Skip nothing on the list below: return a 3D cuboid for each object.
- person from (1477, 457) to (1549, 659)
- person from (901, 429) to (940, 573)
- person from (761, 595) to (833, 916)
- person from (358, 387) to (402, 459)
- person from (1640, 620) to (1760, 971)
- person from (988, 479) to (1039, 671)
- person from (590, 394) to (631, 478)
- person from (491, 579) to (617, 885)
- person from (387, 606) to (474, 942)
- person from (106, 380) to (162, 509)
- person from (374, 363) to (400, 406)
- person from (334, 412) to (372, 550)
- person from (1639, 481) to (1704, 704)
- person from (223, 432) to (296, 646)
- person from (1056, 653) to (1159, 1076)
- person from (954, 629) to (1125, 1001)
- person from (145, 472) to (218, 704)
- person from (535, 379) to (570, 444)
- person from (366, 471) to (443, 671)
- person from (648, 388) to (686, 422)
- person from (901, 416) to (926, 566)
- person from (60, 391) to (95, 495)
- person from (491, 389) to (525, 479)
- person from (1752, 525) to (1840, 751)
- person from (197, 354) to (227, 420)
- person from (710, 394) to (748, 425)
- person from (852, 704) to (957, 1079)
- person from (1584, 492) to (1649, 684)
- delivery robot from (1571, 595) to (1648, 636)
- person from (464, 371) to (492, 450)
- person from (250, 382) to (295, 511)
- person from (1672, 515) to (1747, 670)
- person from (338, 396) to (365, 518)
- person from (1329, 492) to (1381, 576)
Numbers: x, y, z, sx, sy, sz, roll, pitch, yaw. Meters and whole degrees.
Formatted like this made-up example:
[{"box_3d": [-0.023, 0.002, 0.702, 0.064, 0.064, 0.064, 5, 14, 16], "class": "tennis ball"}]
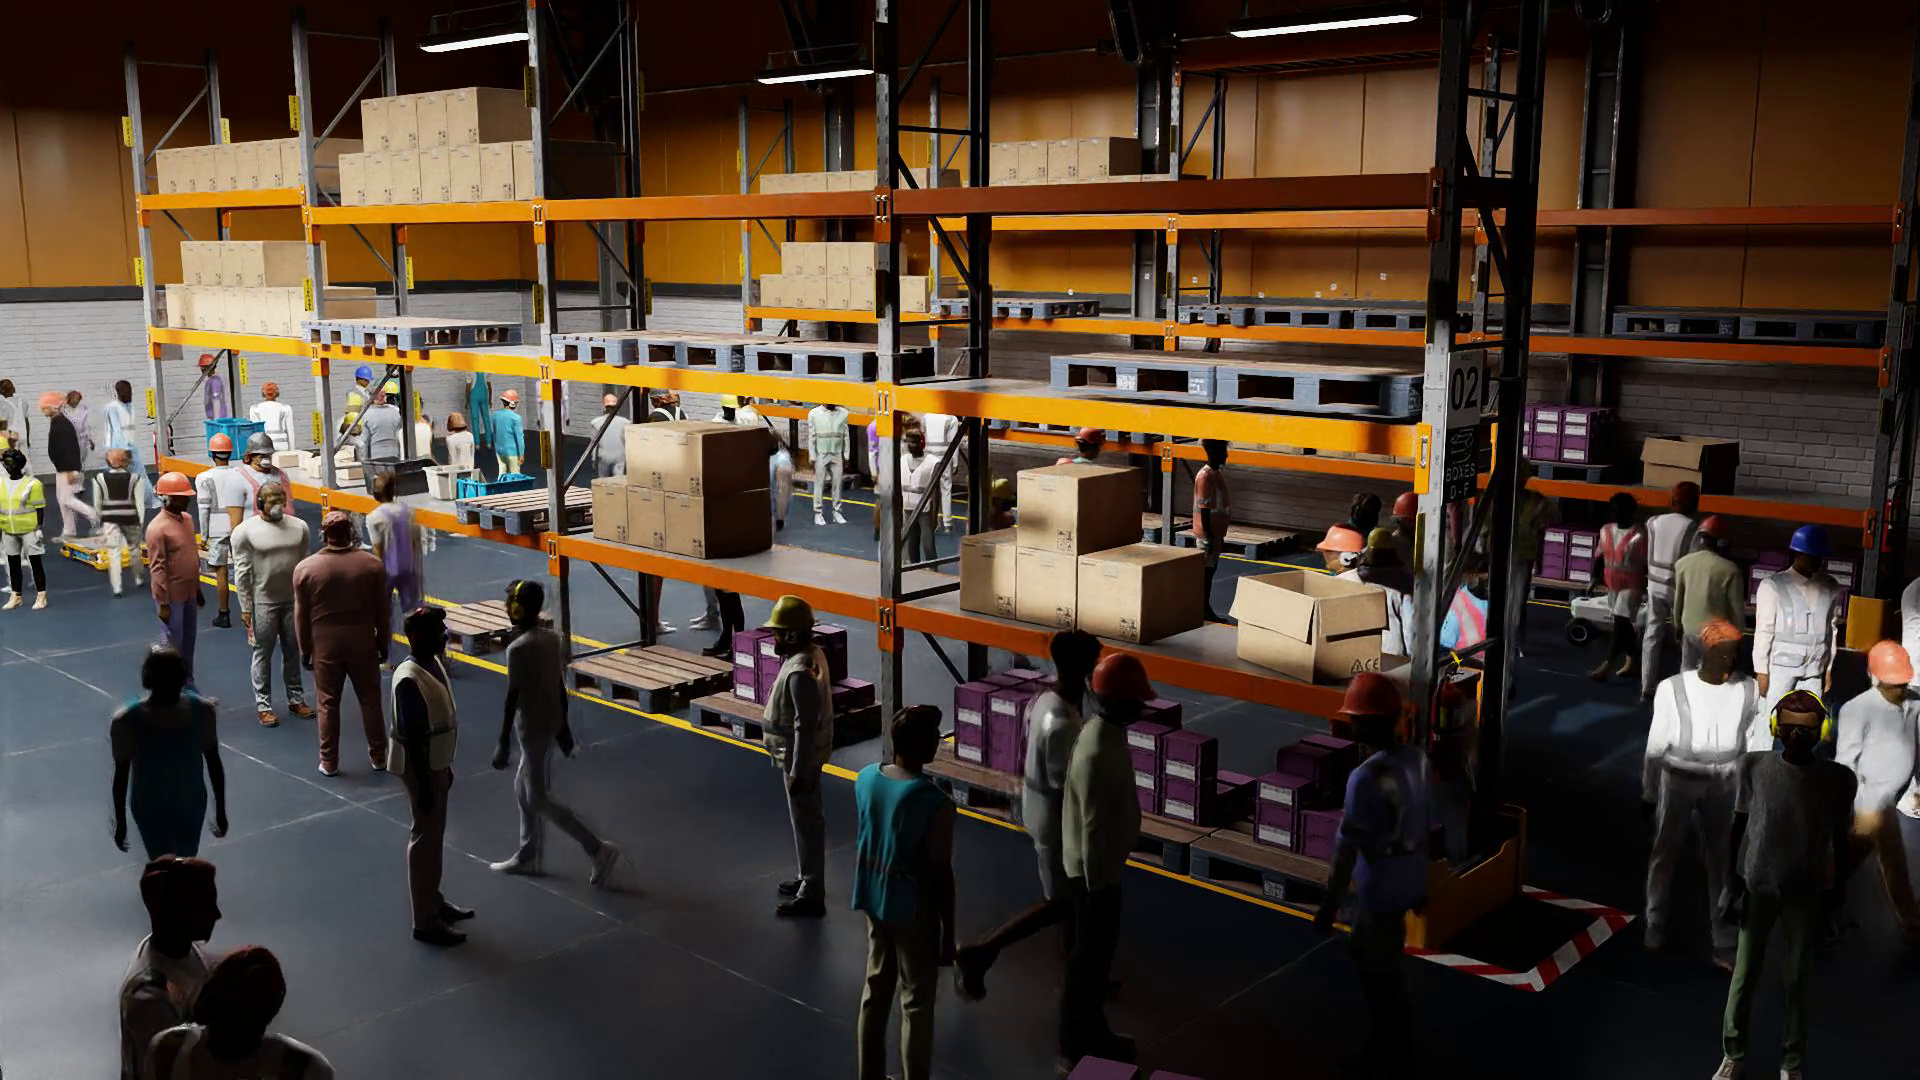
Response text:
[{"box_3d": [5.148, 0.115, 15.544, 0.606, 1.880, 0.814, 3, 10, 15], "class": "person"}, {"box_3d": [-0.432, -0.295, 17.951, 0.560, 1.837, 0.389, 7, 12, 35], "class": "person"}, {"box_3d": [-0.918, 1.211, 9.432, 0.403, 1.830, 0.600, 0, 10, -2], "class": "person"}, {"box_3d": [-7.766, -1.102, 22.300, 0.407, 1.906, 0.654, 10, 14, 44], "class": "person"}, {"box_3d": [3.912, 1.338, 8.729, 0.613, 1.851, 0.761, 0, 10, -3], "class": "person"}, {"box_3d": [0.370, 0.330, 14.688, 0.539, 1.739, 0.775, -10, 14, -43], "class": "person"}, {"box_3d": [-4.866, -1.170, 23.179, 0.601, 1.725, 0.680, -3, 11, -17], "class": "person"}, {"box_3d": [-2.434, 1.142, 9.821, 0.802, 1.840, 0.522, 2, 10, 11], "class": "person"}, {"box_3d": [-2.917, 1.264, 9.096, 0.390, 1.846, 0.565, -1, 10, -8], "class": "person"}, {"box_3d": [-11.841, -1.331, 23.704, 1.006, 1.871, 0.610, 1, 10, 4], "class": "person"}, {"box_3d": [-9.299, -2.020, 27.400, 0.629, 1.940, 0.372, -7, 12, -33], "class": "person"}, {"box_3d": [-7.534, -0.726, 20.674, 0.495, 1.729, 0.323, 5, 11, 27], "class": "person"}, {"box_3d": [5.950, 0.431, 13.778, 0.739, 1.858, 0.585, -7, 12, -34], "class": "person"}, {"box_3d": [-6.553, -0.016, 15.779, 0.539, 2.000, 0.688, 5, 11, 27], "class": "person"}, {"box_3d": [0.671, 1.472, 7.569, 0.477, 1.976, 0.698, 2, 10, 9], "class": "person"}, {"box_3d": [0.397, 1.382, 8.200, 0.818, 1.936, 0.601, -1, 10, -5], "class": "person"}, {"box_3d": [-6.293, 0.432, 13.420, 0.408, 1.987, 0.613, 0, 10, 0], "class": "person"}, {"box_3d": [-6.894, -2.138, 28.155, 0.566, 1.916, 0.647, -2, 10, -13], "class": "person"}, {"box_3d": [-4.945, 0.297, 14.659, 0.790, 1.820, 0.513, 8, 13, 37], "class": "person"}, {"box_3d": [-3.881, -1.060, 21.682, 0.535, 2.000, 0.680, 6, 12, 32], "class": "person"}, {"box_3d": [-0.656, -0.541, 19.320, 0.497, 1.848, 0.641, -8, 13, -37], "class": "person"}, {"box_3d": [-13.486, -1.481, 25.334, 0.551, 1.590, 0.886, -8, 13, -38], "class": "person"}, {"box_3d": [-6.429, -1.282, 23.799, 0.573, 1.738, 0.352, 6, 12, 30], "class": "person"}, {"box_3d": [5.605, 0.851, 11.173, 0.610, 1.939, 0.416, -2, 10, -12], "class": "person"}, {"box_3d": [-12.188, -2.021, 27.155, 0.411, 2.035, 0.606, -5, 11, -27], "class": "person"}, {"box_3d": [-2.972, -0.951, 21.426, 0.589, 1.920, 0.392, -7, 12, -34], "class": "person"}, {"box_3d": [-0.245, 1.613, 7.174, 0.561, 1.836, 0.388, 9, 14, 43], "class": "person"}, {"box_3d": [5.682, 0.414, 14.417, 0.814, 1.658, 0.539, -5, 11, -24], "class": "person"}, {"box_3d": [6.165, 0.692, 15.713, 0.707, 0.478, 0.477, 7, 12, 33], "class": "delivery robot"}, {"box_3d": [-8.952, -2.596, 30.925, 0.514, 1.842, 0.328, -8, 13, -39], "class": "person"}, {"box_3d": [-9.687, -1.291, 23.473, 0.570, 1.876, 0.348, -2, 10, -14], "class": "person"}, {"box_3d": [5.770, 0.663, 12.867, 0.773, 1.727, 0.569, -5, 11, -27], "class": "person"}, {"box_3d": [-8.418, -1.162, 23.269, 0.505, 1.688, 0.755, 0, 10, 2], "class": "person"}, {"box_3d": [3.197, 0.528, 13.278, 0.625, 1.841, 0.429, -8, 13, -39], "class": "person"}]
